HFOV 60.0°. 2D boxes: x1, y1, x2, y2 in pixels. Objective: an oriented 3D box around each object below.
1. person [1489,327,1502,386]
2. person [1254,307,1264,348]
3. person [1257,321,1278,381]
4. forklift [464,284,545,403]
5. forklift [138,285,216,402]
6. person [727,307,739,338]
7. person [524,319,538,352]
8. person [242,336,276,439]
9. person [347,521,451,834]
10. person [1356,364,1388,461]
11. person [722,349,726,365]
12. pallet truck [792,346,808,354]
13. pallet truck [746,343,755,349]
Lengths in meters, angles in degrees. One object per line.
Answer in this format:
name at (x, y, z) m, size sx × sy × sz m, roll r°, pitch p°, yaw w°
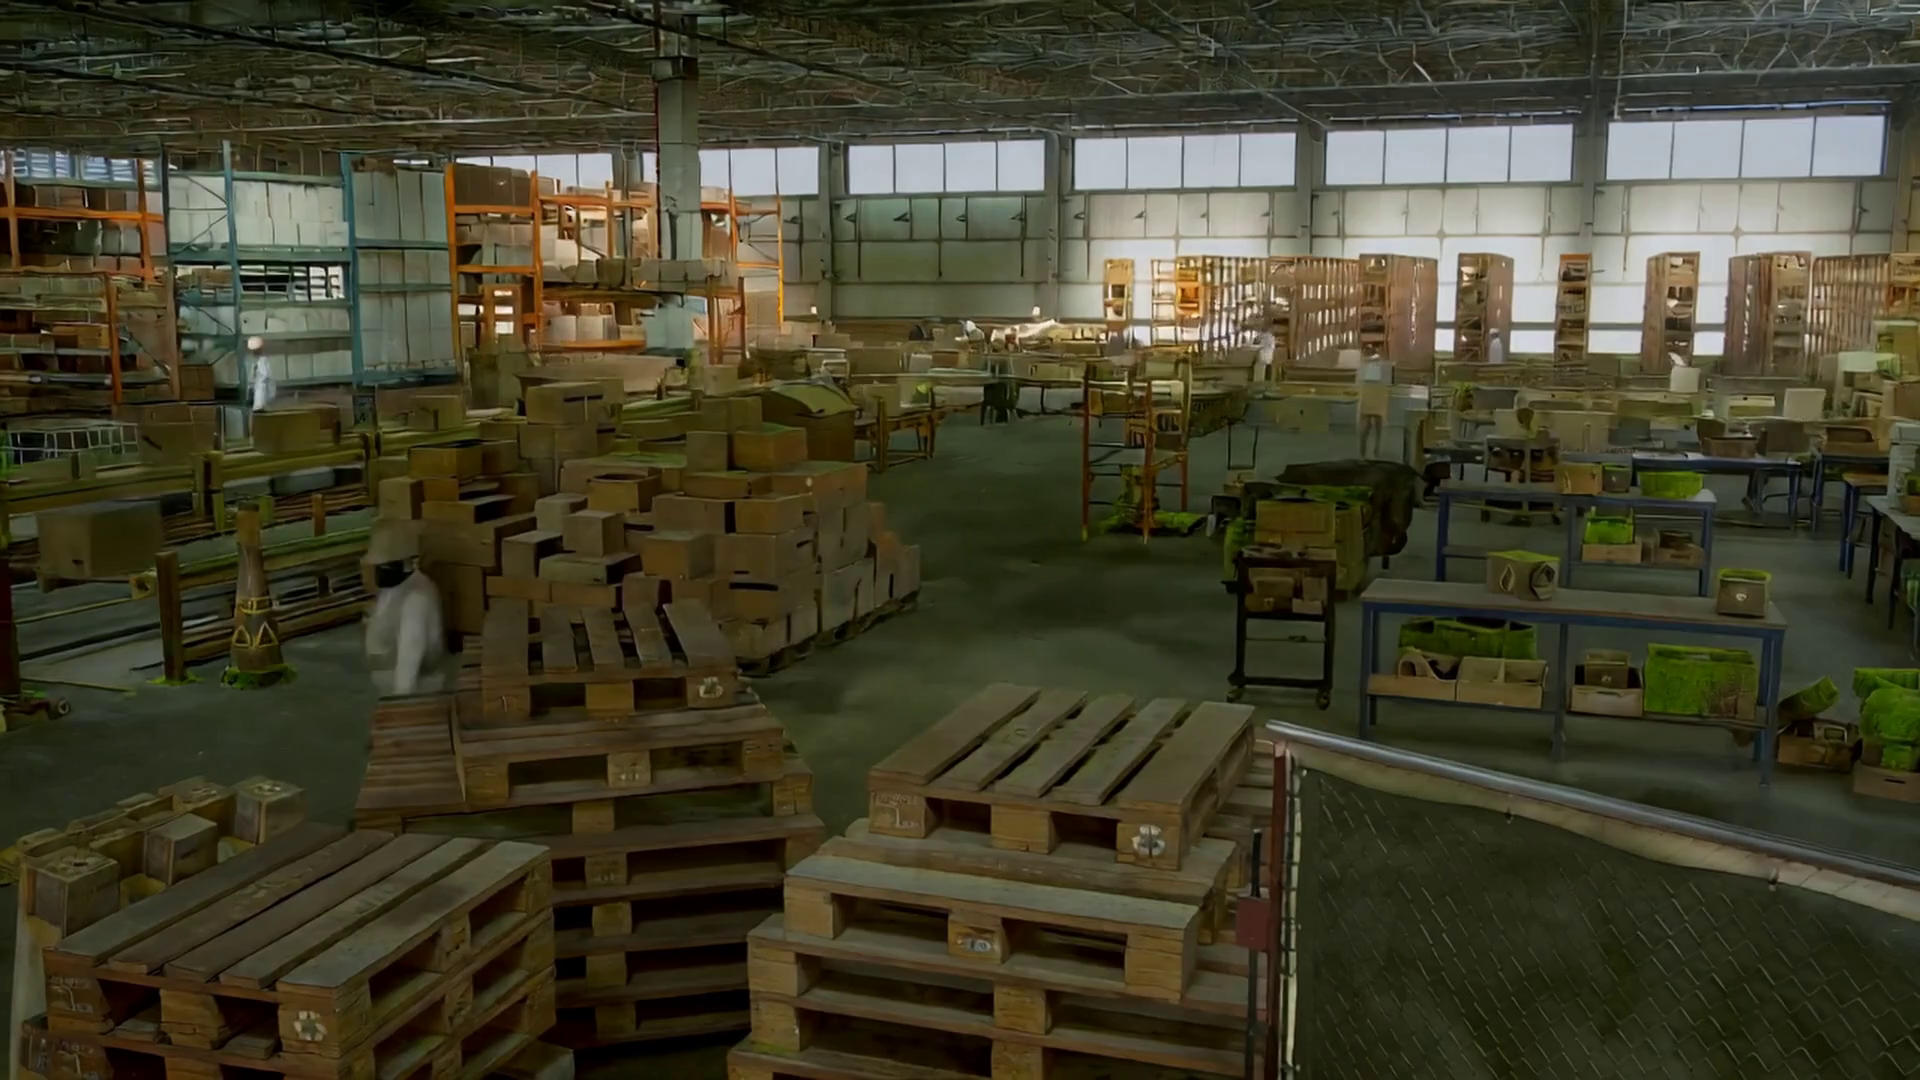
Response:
person at (13.223, -4.385, 41.120) m, size 0.329 × 1.765 × 0.526 m, roll 2°, pitch 9°, yaw 10°
person at (9.643, -6.452, 53.276) m, size 0.526 × 2.023 × 0.626 m, roll 3°, pitch 10°, yaw 20°
person at (7.917, -4.671, 42.606) m, size 0.975 × 1.855 × 0.679 m, roll 6°, pitch 11°, yaw 33°
forklift at (-10.832, -4.702, 39.610) m, size 1.129 × 2.768 × 1.873 m, roll 3°, pitch 10°, yaw 20°
forklift at (-17.480, -4.200, 36.461) m, size 1.873 × 2.768 × 1.129 m, roll 3°, pitch 10°, yaw 19°
person at (-8.149, -7.412, 59.773) m, size 0.609 × 1.901 × 1.004 m, roll 3°, pitch 10°, yaw 19°
person at (-12.614, -5.624, 48.934) m, size 0.366 × 1.748 × 0.557 m, roll -4°, pitch 10°, yaw -23°
person at (-12.323, -2.590, 29.203) m, size 1.073 × 1.957 × 0.666 m, roll -5°, pitch 10°, yaw -29°
person at (-2.938, 0.784, 8.590) m, size 0.880 × 1.777 × 0.603 m, roll -6°, pitch 11°, yaw -35°
person at (6.514, -1.960, 26.299) m, size 0.497 × 1.633 × 0.285 m, roll 5°, pitch 10°, yaw 29°
person at (-6.032, -4.379, 40.936) m, size 0.511 × 1.813 × 0.613 m, roll 6°, pitch 11°, yaw 33°
pallet truck at (-3.705, -4.298, 42.022) m, size 0.653 × 1.274 × 1.630 m, roll 3°, pitch 10°, yaw 20°
pallet truck at (-6.183, -4.618, 44.264) m, size 1.601 × 1.201 × 0.680 m, roll -9°, pitch 12°, yaw -43°
